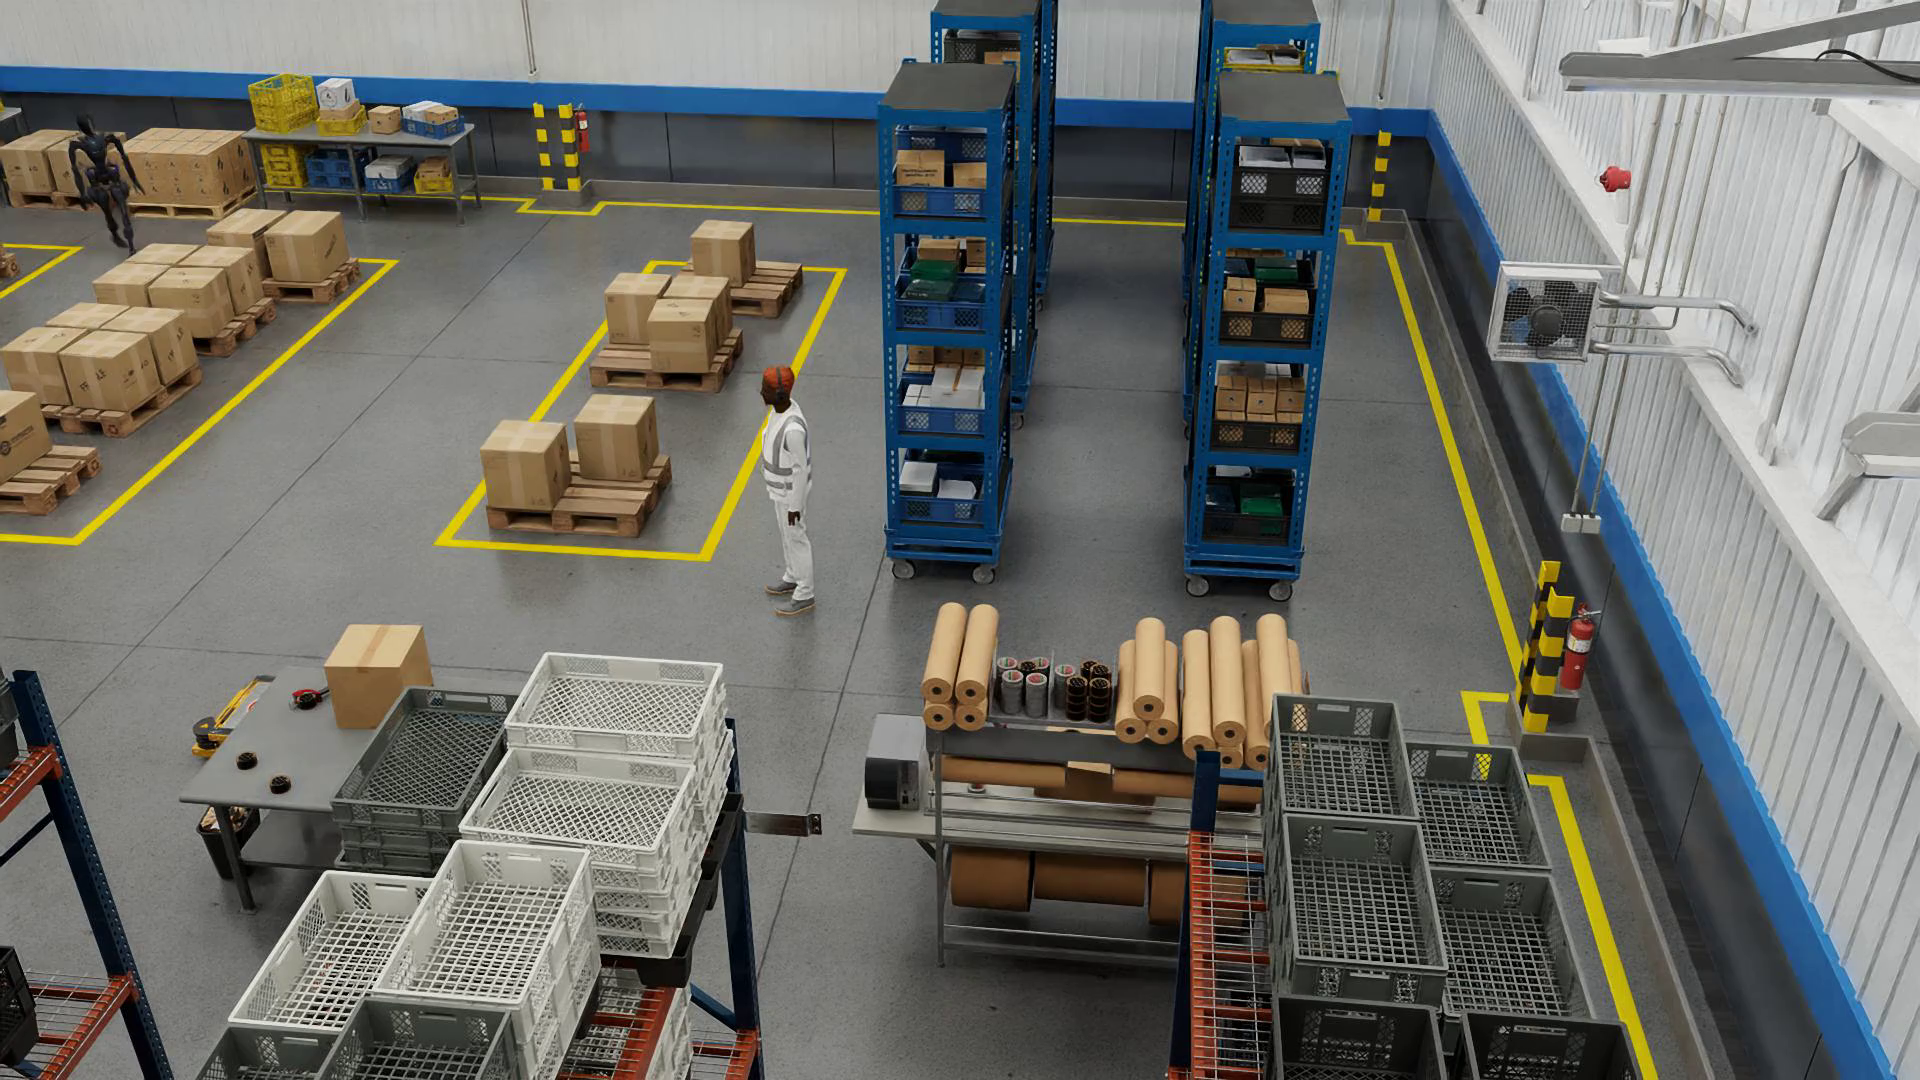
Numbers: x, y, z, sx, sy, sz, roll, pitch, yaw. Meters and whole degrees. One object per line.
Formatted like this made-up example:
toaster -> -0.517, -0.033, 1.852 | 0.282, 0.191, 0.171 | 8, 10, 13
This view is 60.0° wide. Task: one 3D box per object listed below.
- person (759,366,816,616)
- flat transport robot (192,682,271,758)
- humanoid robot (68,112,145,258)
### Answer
person -> -1.216, -0.354, 11.675 | 0.343, 1.882, 0.586 | -9, 31, -15
flat transport robot -> -4.089, 1.163, 10.648 | 1.431, 0.197, 0.652 | 3, 30, 6
humanoid robot -> -9.199, -3.854, 17.946 | 0.654, 1.617, 0.764 | -14, 33, -22
